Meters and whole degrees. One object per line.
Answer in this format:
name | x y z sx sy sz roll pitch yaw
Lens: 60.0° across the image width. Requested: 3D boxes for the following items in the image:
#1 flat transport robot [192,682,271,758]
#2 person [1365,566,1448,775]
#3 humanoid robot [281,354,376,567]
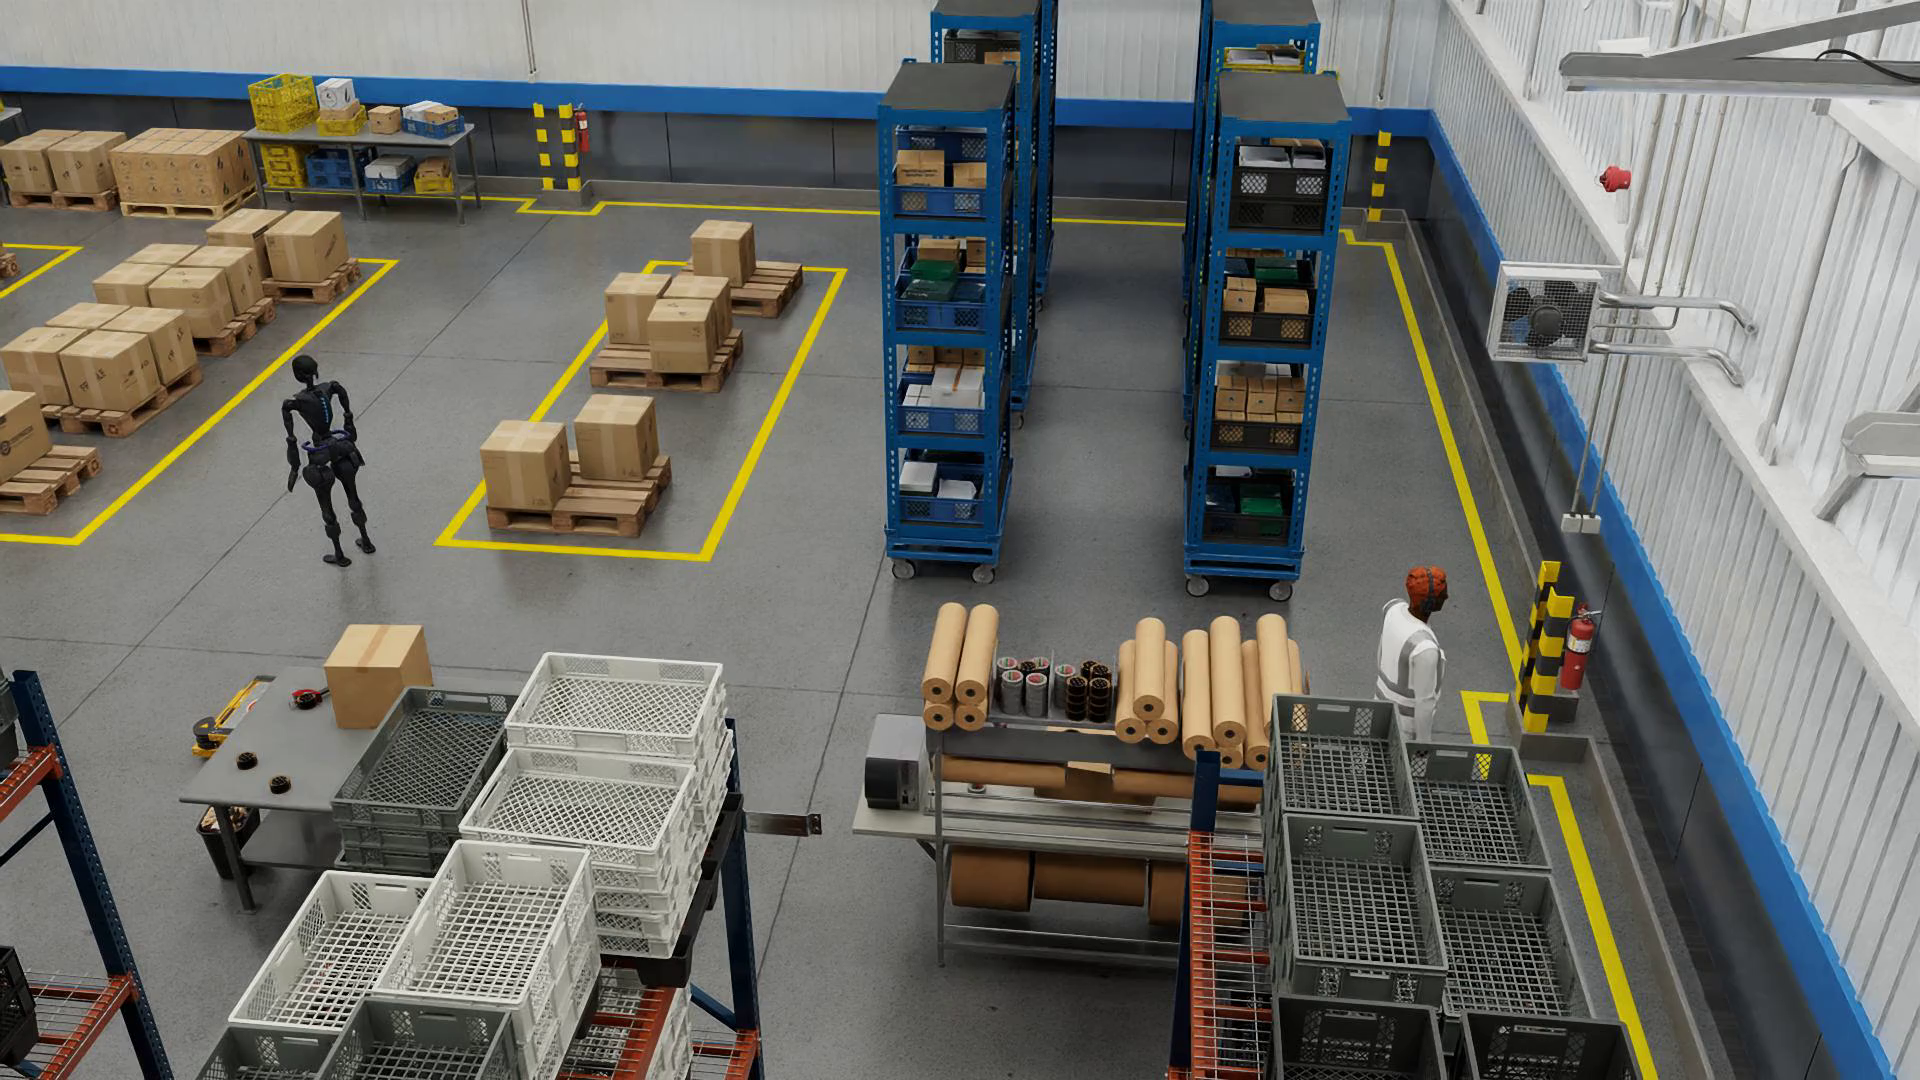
flat transport robot | -4.089 1.163 10.648 1.431 0.197 0.652 3 30 6
person | 2.520 0.971 9.402 0.356 1.882 0.573 -5 31 -9
humanoid robot | -4.693 -0.603 12.294 0.324 1.657 0.601 21 36 32
